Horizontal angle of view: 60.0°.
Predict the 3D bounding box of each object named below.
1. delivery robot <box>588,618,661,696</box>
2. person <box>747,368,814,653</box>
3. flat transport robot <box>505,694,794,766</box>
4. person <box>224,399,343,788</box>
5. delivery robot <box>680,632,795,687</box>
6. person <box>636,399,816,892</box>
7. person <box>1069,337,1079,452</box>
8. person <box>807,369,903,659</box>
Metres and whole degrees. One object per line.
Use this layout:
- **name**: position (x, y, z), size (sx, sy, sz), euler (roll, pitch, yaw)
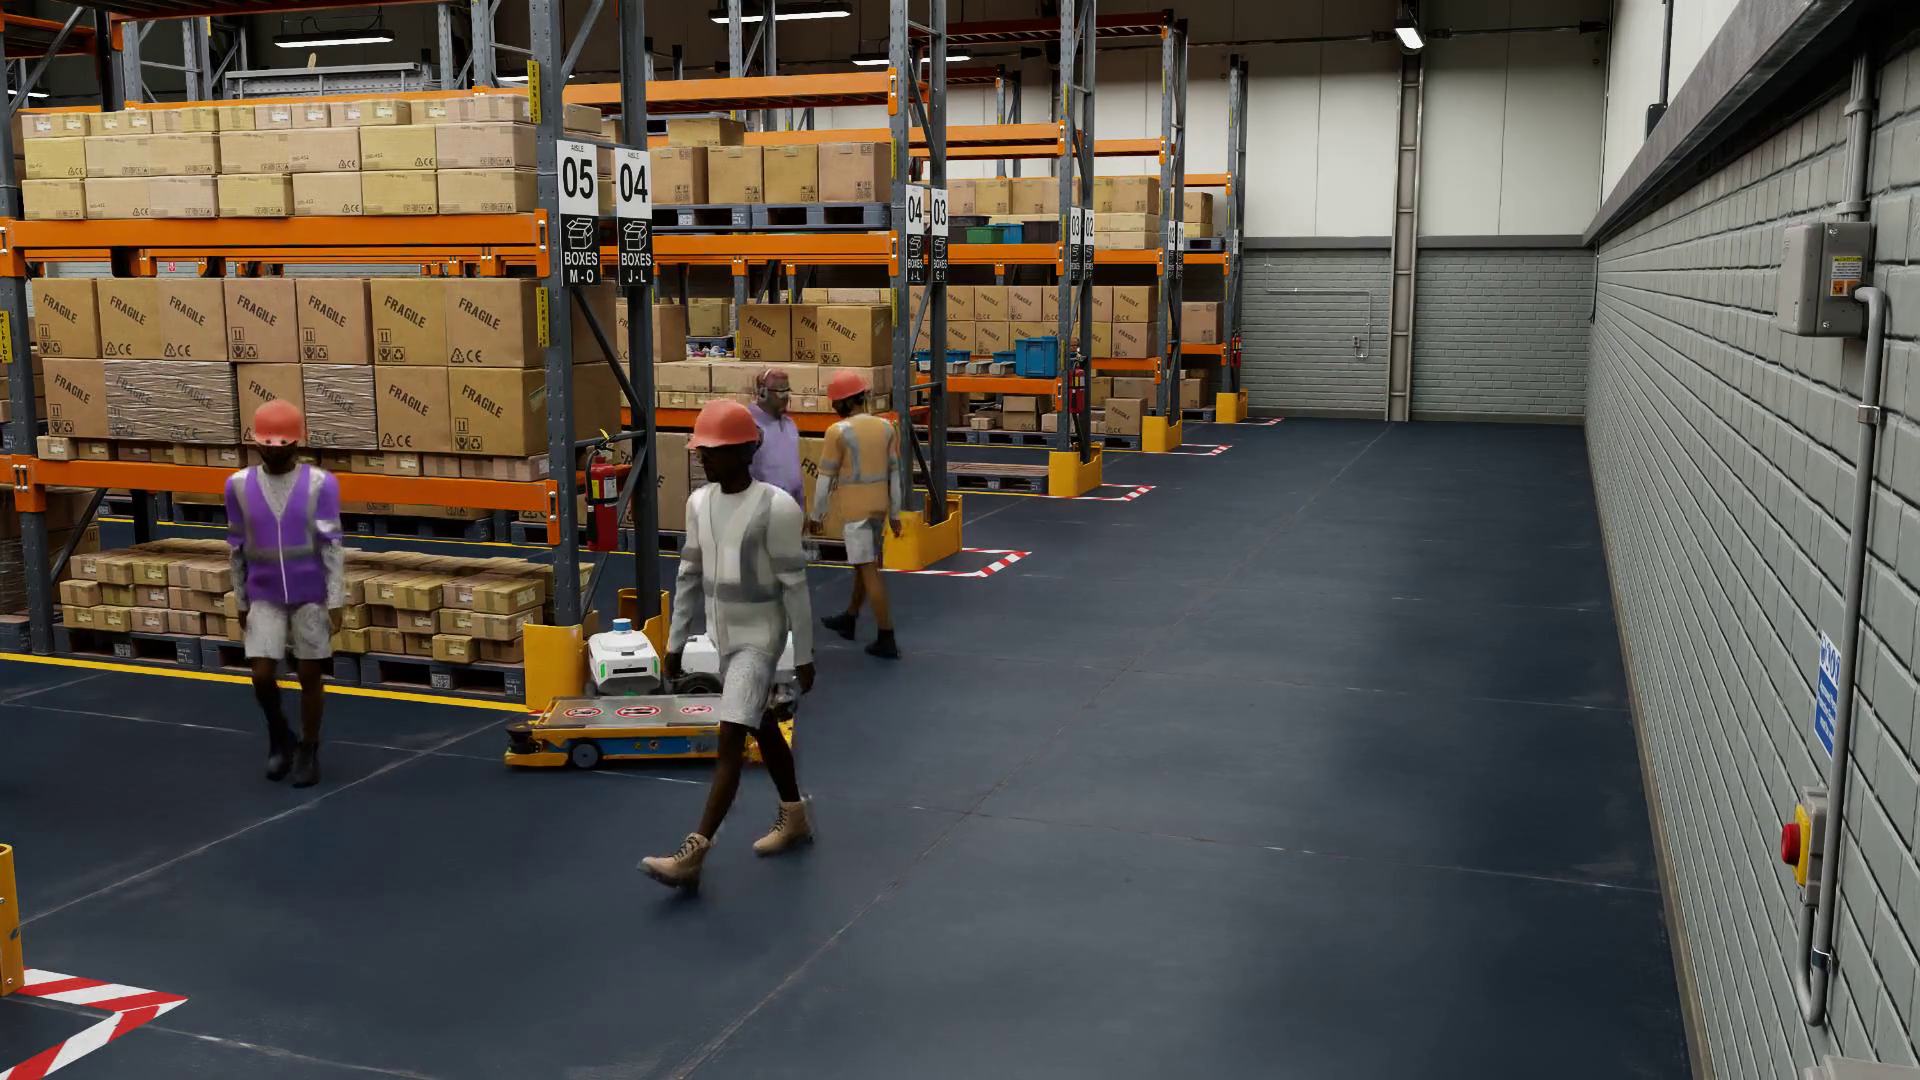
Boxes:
- **delivery robot**: position (-1.898, 0.686, 9.371), size (0.477, 0.478, 0.707), euler (-3, 10, -17)
- **person**: position (-1.255, -0.183, 10.903), size (0.550, 1.892, 0.669), euler (5, 10, 30)
- **flat transport robot**: position (-1.594, 0.983, 8.692), size (1.431, 0.197, 0.652), euler (-1, 9, -4)
- **person**: position (-3.253, 0.268, 8.037), size (0.538, 1.910, 0.416), euler (-2, 9, -13)
- **delivery robot**: position (-1.275, 0.662, 9.518), size (0.707, 0.478, 0.477), euler (-2, 9, -12)
- **person**: position (-0.971, 0.421, 6.856), size (0.633, 1.985, 1.044), euler (9, 13, 43)
- **person**: position (1.536, -2.004, 23.095), size (0.285, 1.633, 0.497), euler (2, 9, 14)
- **person**: position (-0.707, -0.190, 11.029), size (0.971, 1.868, 0.551), euler (9, 12, 43)
